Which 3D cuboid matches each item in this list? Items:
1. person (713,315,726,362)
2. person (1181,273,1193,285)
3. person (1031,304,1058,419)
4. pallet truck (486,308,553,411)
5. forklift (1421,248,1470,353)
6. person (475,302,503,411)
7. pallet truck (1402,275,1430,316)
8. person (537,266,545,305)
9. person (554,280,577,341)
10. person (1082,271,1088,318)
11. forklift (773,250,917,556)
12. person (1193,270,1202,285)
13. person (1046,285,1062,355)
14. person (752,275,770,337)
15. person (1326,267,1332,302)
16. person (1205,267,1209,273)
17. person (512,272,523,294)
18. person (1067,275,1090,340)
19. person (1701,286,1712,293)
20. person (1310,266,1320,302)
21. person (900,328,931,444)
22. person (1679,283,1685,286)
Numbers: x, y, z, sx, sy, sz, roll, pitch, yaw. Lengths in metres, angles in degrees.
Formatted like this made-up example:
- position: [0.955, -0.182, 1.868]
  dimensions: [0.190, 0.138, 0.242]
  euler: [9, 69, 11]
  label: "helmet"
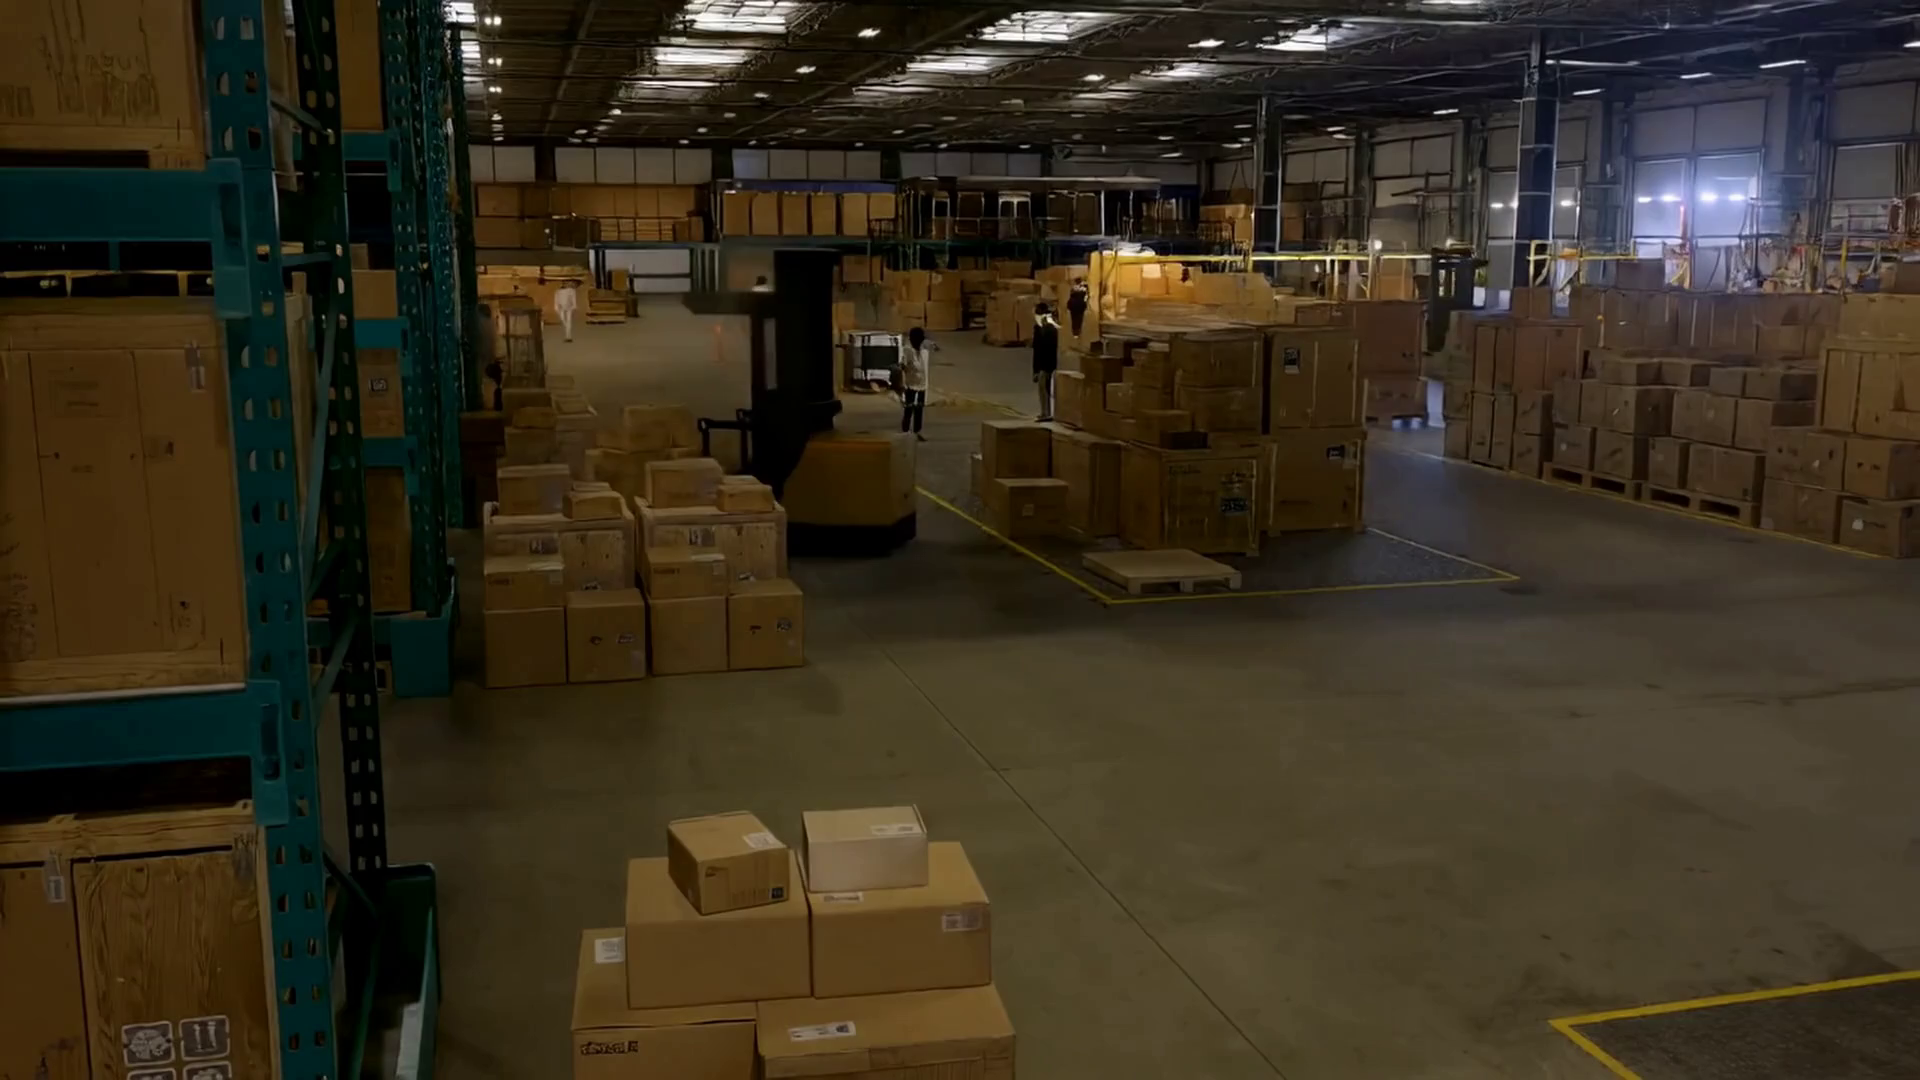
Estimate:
- position: [-5.977, -5.231, 41.342]
  dimensions: [0.315, 1.629, 0.508]
  euler: [-2, 10, -11]
  label: "person"
- position: [8.485, -9.070, 62.394]
  dimensions: [0.355, 1.878, 0.569]
  euler: [-8, 13, -37]
  label: "person"
- position: [1.277, -2.621, 25.529]
  dimensions: [0.399, 1.989, 0.622]
  euler: [6, 12, 32]
  label: "person"
- position: [-6.242, -2.418, 24.362]
  dimensions: [0.823, 1.965, 1.885]
  euler: [1, 10, 3]
  label: "pallet truck"
- position: [12.052, -5.832, 41.197]
  dimensions: [1.129, 2.768, 1.873]
  euler: [-1, 10, -8]
  label: "forklift"
- position: [-8.095, -3.091, 28.380]
  dimensions: [0.502, 1.926, 0.650]
  euler: [-8, 13, -37]
  label: "person"
- position: [14.620, -7.324, 52.145]
  dimensions: [0.823, 1.965, 1.885]
  euler: [8, 13, 40]
  label: "pallet truck"
- position: [-19.004, -11.445, 75.536]
  dimensions: [0.437, 1.979, 0.626]
  euler: [-1, 10, -6]
  label: "person"
- position: [-11.958, -6.928, 50.290]
  dimensions: [0.658, 1.860, 0.897]
  euler: [2, 10, 12]
  label: "person"
- position: [5.038, -9.902, 67.086]
  dimensions: [0.413, 1.872, 0.602]
  euler: [4, 11, 21]
  label: "person"
- position: [-1.428, -1.333, 15.719]
  dimensions: [1.873, 2.768, 1.129]
  euler: [2, 10, 13]
  label: "forklift"
- position: [9.533, -9.837, 66.638]
  dimensions: [0.646, 1.895, 1.002]
  euler: [9, 13, 41]
  label: "person"
- position: [2.495, -5.830, 44.087]
  dimensions: [0.324, 1.857, 0.530]
  euler: [-9, 13, -41]
  label: "person"
- position: [-6.341, -7.436, 52.895]
  dimensions: [0.659, 1.963, 0.455]
  euler: [5, 11, 26]
  label: "person"
- position: [17.841, -12.258, 80.460]
  dimensions: [0.311, 1.864, 0.533]
  euler: [-1, 10, -3]
  label: "person"
- position: [11.436, -11.689, 77.080]
  dimensions: [0.390, 1.922, 0.591]
  euler: [9, 13, 41]
  label: "person"
- position: [-20.006, -11.252, 75.203]
  dimensions: [0.488, 1.711, 0.852]
  euler: [-2, 10, -11]
  label: "person"
- position: [3.625, -7.155, 51.065]
  dimensions: [0.710, 2.000, 0.668]
  euler: [3, 10, 15]
  label: "person"
- position: [18.033, -5.197, 40.312]
  dimensions: [0.650, 1.923, 0.555]
  euler: [1, 10, 5]
  label: "person"
- position: [17.725, -12.755, 83.166]
  dimensions: [0.396, 1.910, 0.586]
  euler: [-7, 12, -34]
  label: "person"
- position: [-0.643, -2.221, 24.114]
  dimensions: [0.319, 1.692, 0.533]
  euler: [10, 14, 44]
  label: "person"
- position: [20.454, -6.364, 47.157]
  dimensions: [0.627, 1.843, 0.429]
  euler: [-8, 13, -38]
  label: "person"
